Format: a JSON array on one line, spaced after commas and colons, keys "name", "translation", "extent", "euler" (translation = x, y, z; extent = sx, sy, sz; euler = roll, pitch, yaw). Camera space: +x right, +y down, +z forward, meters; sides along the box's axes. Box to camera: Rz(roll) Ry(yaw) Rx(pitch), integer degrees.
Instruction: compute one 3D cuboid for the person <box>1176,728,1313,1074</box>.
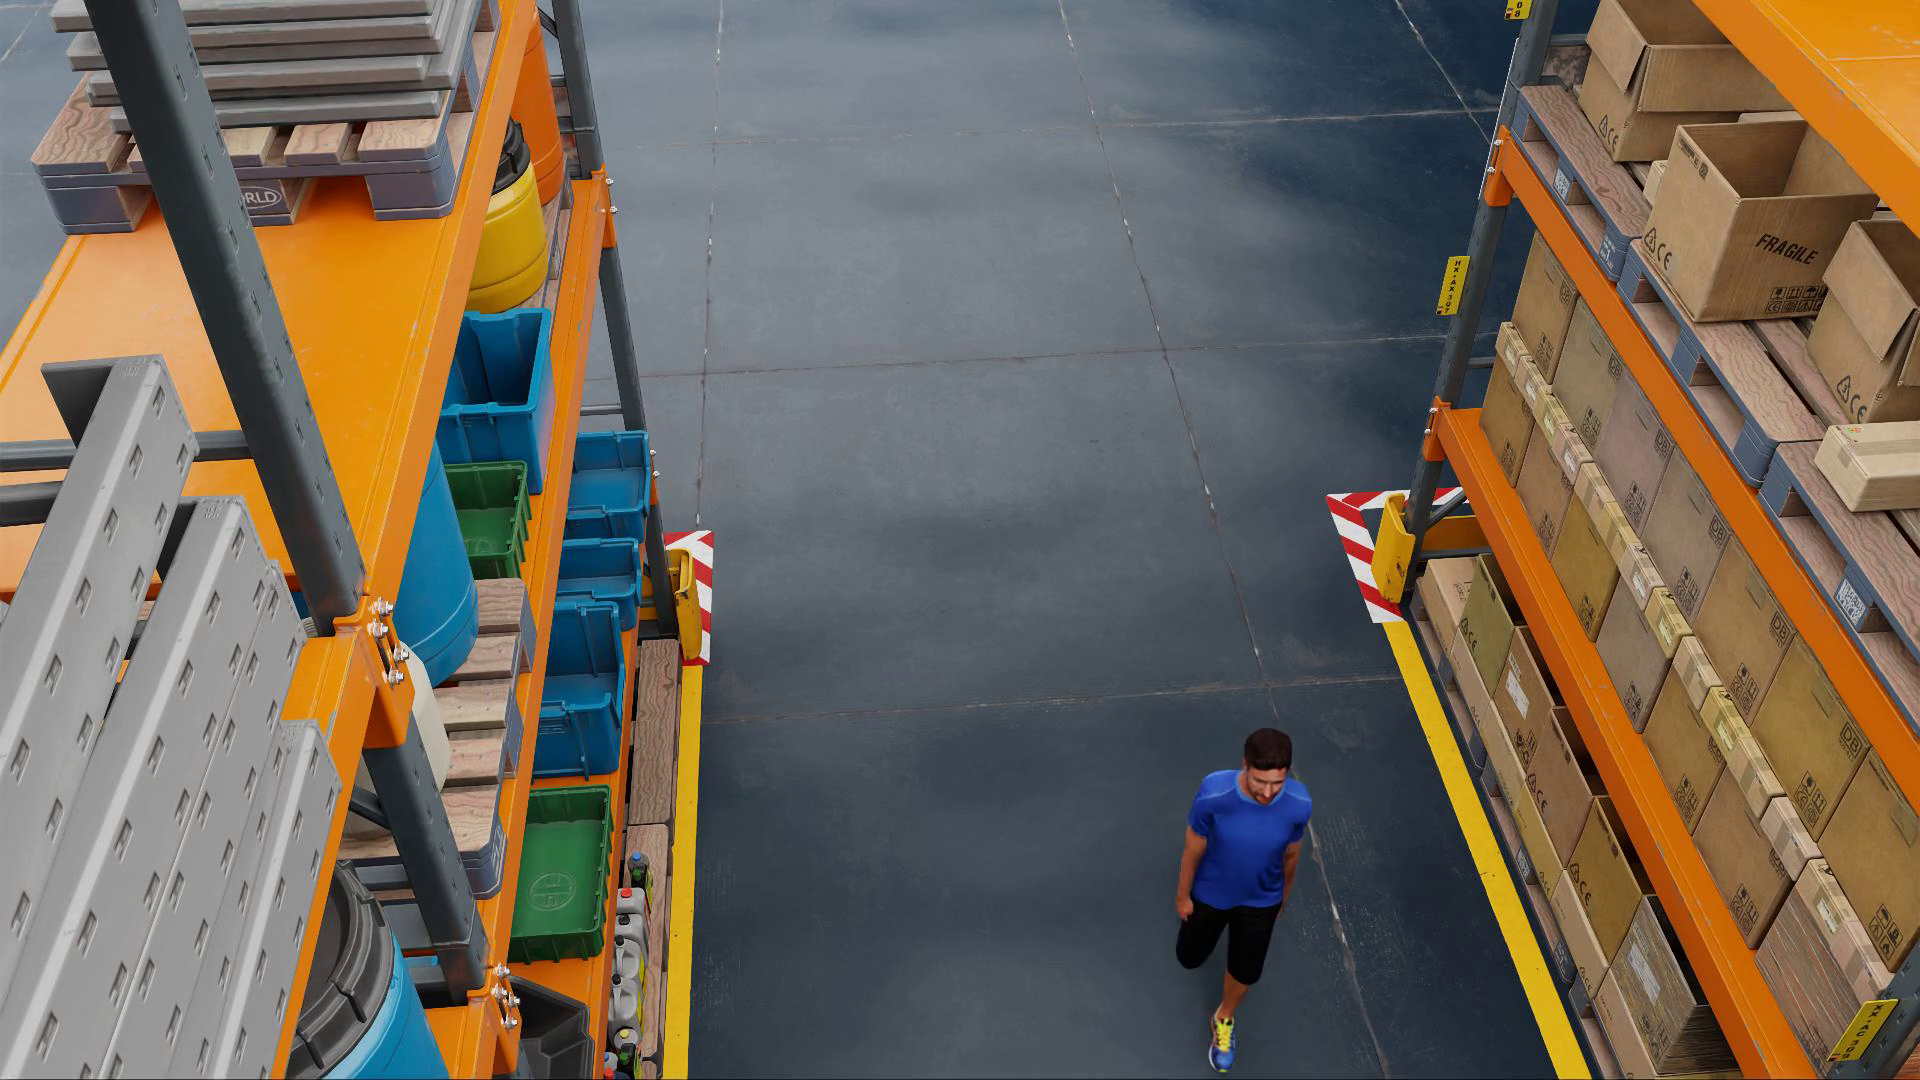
[{"name": "person", "translation": [1.099, 1.333, 6.677], "extent": [0.733, 1.856, 1.013], "euler": [4, 42, 5]}]
